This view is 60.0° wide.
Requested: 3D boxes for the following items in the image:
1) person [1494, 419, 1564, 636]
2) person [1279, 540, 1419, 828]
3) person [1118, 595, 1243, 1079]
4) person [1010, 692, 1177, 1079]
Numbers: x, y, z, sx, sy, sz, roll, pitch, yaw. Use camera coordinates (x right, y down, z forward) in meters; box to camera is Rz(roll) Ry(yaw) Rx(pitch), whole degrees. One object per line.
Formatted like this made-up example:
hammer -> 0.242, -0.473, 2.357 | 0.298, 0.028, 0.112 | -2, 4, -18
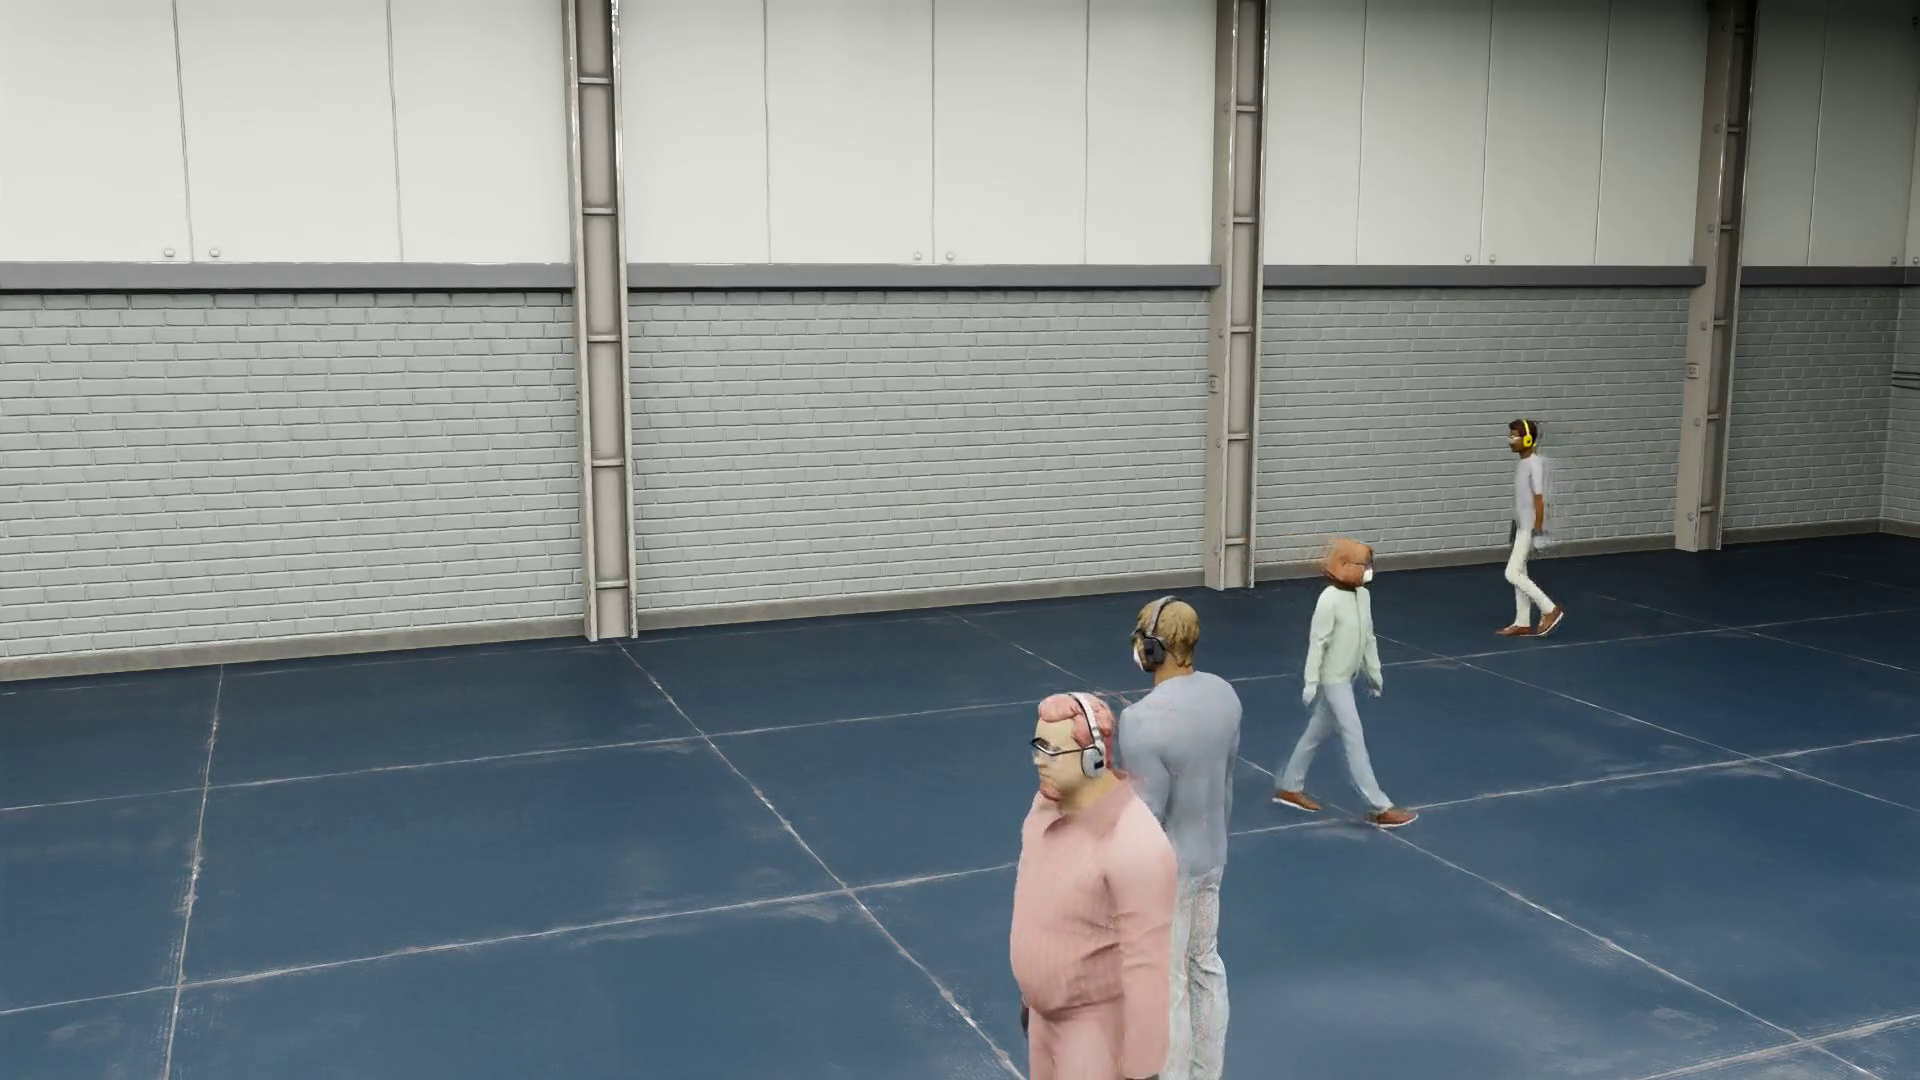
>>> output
person -> 4.734, -0.086, 13.867 | 0.437, 1.849, 0.512 | 1, 9, 8
person -> 2.159, 0.782, 9.210 | 0.869, 1.577, 0.516 | 7, 11, 36
person -> 0.744, 1.151, 5.811 | 0.356, 1.936, 0.635 | 8, 12, 39
person -> 0.394, 1.348, 4.720 | 0.526, 1.899, 0.661 | -3, 10, -20
